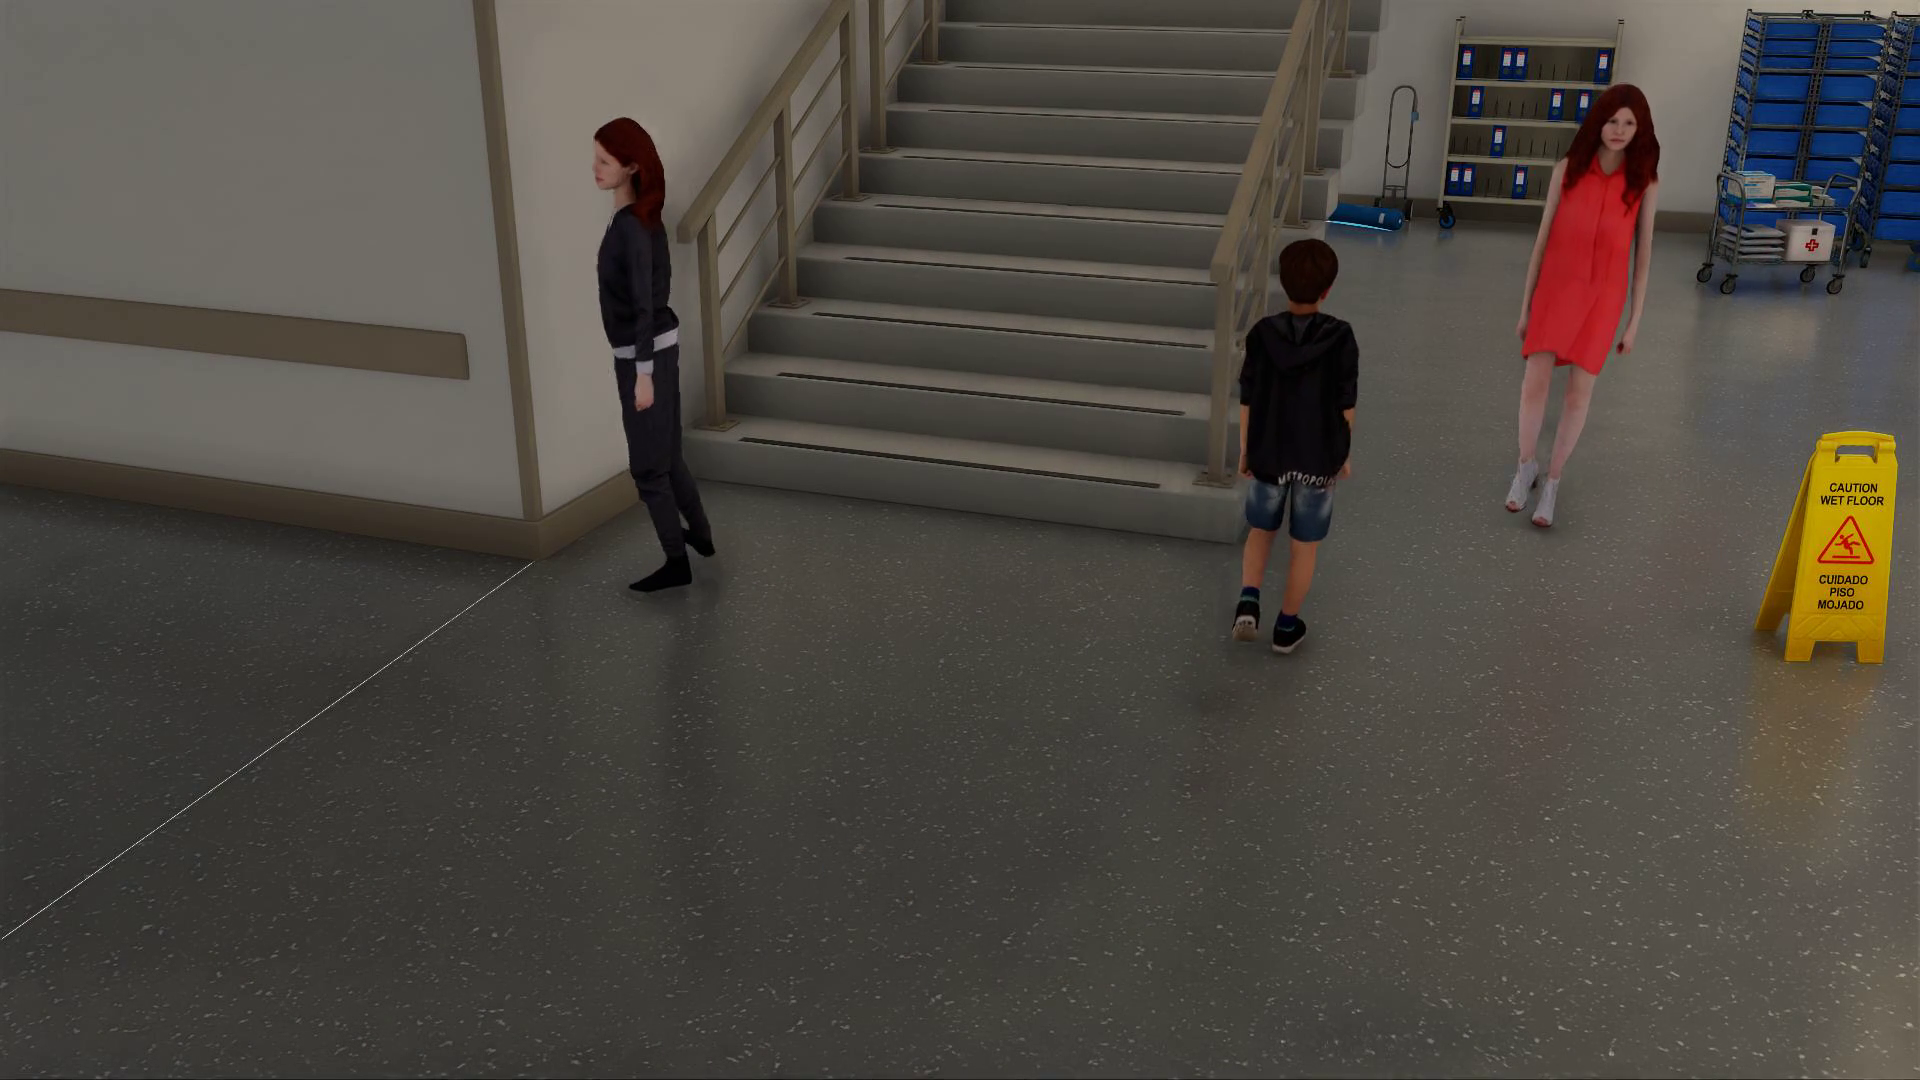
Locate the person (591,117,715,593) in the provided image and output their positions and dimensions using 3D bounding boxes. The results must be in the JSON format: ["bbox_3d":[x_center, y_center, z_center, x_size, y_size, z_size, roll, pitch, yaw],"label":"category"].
[{"bbox_3d":[-1.118,-0.635,6.071,0.932,1.753,0.779,0,21,-1],"label":"person"}]

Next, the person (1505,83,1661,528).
[{"bbox_3d":[2.528,-0.931,6.777,0.610,1.808,0.578,8,22,21],"label":"person"}]

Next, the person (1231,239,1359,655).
[{"bbox_3d":[1.102,-0.270,5.558,0.562,1.434,0.662,9,23,23],"label":"person"}]
